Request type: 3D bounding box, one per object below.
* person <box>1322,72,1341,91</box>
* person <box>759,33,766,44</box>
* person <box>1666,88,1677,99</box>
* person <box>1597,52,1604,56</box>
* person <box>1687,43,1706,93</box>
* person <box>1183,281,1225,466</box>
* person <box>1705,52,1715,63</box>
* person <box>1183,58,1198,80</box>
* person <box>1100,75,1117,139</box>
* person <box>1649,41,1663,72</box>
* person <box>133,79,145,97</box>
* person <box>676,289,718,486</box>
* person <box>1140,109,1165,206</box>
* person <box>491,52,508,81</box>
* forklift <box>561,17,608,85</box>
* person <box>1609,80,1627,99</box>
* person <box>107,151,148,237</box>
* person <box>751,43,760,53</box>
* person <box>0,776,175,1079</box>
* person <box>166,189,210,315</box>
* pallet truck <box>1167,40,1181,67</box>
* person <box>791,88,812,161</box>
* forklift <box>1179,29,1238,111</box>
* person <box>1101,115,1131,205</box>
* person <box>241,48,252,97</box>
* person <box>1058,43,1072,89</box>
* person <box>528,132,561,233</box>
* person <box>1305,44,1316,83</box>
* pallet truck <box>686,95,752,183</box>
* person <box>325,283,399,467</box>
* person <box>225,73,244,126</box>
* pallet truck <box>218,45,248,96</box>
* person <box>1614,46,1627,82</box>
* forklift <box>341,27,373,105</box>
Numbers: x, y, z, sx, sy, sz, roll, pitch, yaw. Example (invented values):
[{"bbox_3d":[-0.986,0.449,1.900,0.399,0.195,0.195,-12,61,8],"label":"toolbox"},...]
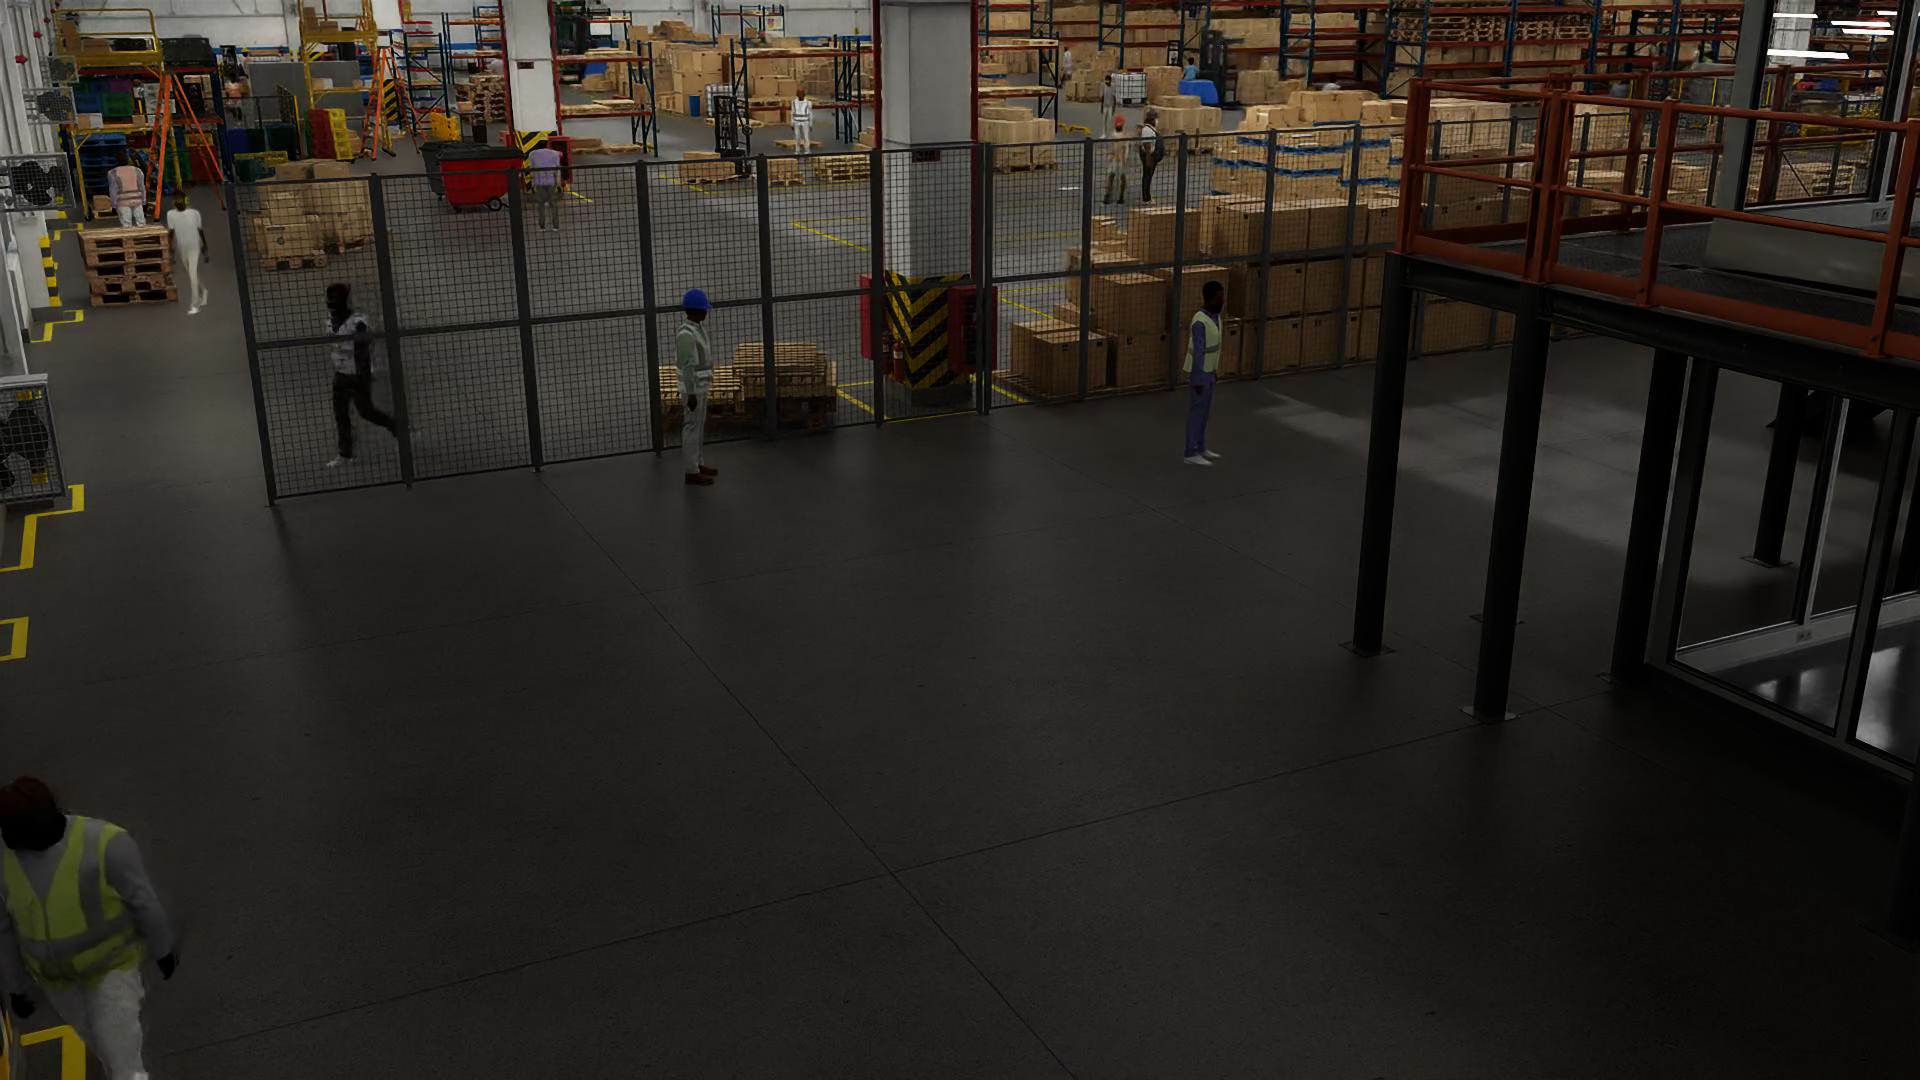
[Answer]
[{"bbox_3d":[11.140,-13.109,50.131,1.005,1.925,0.615,-14,23,-35],"label":"person"},{"bbox_3d":[-9.404,-23.046,78.854,0.624,1.963,0.724,-8,21,-23],"label":"person"},{"bbox_3d":[20.303,-12.138,47.730,0.311,1.639,0.514,10,21,26],"label":"person"},{"bbox_3d":[27.807,-20.679,72.458,0.537,1.663,0.816,-12,22,-30],"label":"person"},{"bbox_3d":[30.180,-19.231,67.725,0.964,2.003,0.612,1,19,2],"label":"person"},{"bbox_3d":[2.501,-1.720,17.126,0.384,1.913,0.593,8,21,22],"label":"person"},{"bbox_3d":[30.469,-19.039,67.707,0.532,1.656,0.870,-9,21,-24],"label":"person"},{"bbox_3d":[8.709,-17.406,62.955,0.546,1.654,0.839,1,19,2],"label":"person"},{"bbox_3d":[4.439,-12.940,49.729,0.512,1.860,0.321,14,23,35],"label":"person"},{"bbox_3d":[32.989,-23.035,79.043,0.582,1.821,0.653,-9,21,-23],"label":"person"},{"bbox_3d":[-25.347,-13.405,51.419,0.524,1.632,0.321,6,20,17],"label":"person"},{"bbox_3d":[-2.609,-1.523,16.494,0.404,1.945,0.616,1,19,2],"label":"person"},{"bbox_3d":[4.143,-8.256,35.872,0.536,2.000,0.675,3,19,9],"label":"person"},{"bbox_3d":[-17.149,-17.213,62.041,0.666,1.905,0.431,-6,20,-17],"label":"person"},{"bbox_3d":[-16.387,-21.270,72.327,1.873,2.768,1.129,-9,21,-25],"label":"forklift"},{"bbox_3d":[21.247,-14.175,53.725,0.517,1.592,0.859,14,23,34],"label":"person"},{"bbox_3d":[-14.732,-5.945,29.473,0.429,1.843,0.628,16,25,39],"label":"person"},{"bbox_3d":[-8.502,-19.758,69.405,0.821,1.911,0.645,17,25,41],"label":"person"},{"bbox_3d":[-3.713,1.850,6.953,0.663,1.799,0.833,-1,19,-2],"label":"person"},{"bbox_3d":[-11.508,-4.344,24.854,0.538,1.842,0.890,0,19,-1],"label":"person"},{"bbox_3d":[9.045,-19.971,69.895,0.823,1.965,1.885,-3,19,-8],"label":"pallet truck"},{"bbox_3d":[-4.202,-11.027,44.138,0.573,1.887,0.355,3,19,7],"label":"person"},{"bbox_3d":[8.801,-16.629,58.875,1.873,2.768,1.129,-9,21,-25],"label":"forklift"},{"bbox_3d":[3.375,-8.163,35.812,0.557,1.895,0.907,7,20,21],"label":"person"},{"bbox_3d":[-27.840,-18.264,65.052,0.367,1.926,0.594,-5,20,-13],"label":"person"},{"bbox_3d":[4.492,-19.823,69.640,0.982,1.896,0.565,4,19,12],"label":"person"},{"bbox_3d":[-8.014,-6.913,32.170,0.581,1.919,0.396,-7,20,-19],"label":"person"},{"bbox_3d":[14.887,-20.252,70.811,0.505,1.927,0.644,-9,21,-24],"label":"person"},{"bbox_3d":[-5.836,-9.608,39.856,0.823,1.965,1.885,10,22,27],"label":"pallet truck"},{"bbox_3d":[-6.235,-1.735,17.207,0.596,1.891,0.839,13,23,33],"label":"person"},{"bbox_3d":[-23.330,-14.164,53.521,0.552,1.682,0.435,-4,19,-12],"label":"person"},{"bbox_3d":[-28.879,-18.665,66.111,0.823,1.965,1.885,-3,19,-9],"label":"pallet truck"},{"bbox_3d":[29.326,-21.108,73.805,0.516,1.583,0.852,-7,20,-19],"label":"person"},{"bbox_3d":[-22.275,-17.346,60.954,1.873,2.768,1.129,-9,21,-25],"label":"forklift"}]
